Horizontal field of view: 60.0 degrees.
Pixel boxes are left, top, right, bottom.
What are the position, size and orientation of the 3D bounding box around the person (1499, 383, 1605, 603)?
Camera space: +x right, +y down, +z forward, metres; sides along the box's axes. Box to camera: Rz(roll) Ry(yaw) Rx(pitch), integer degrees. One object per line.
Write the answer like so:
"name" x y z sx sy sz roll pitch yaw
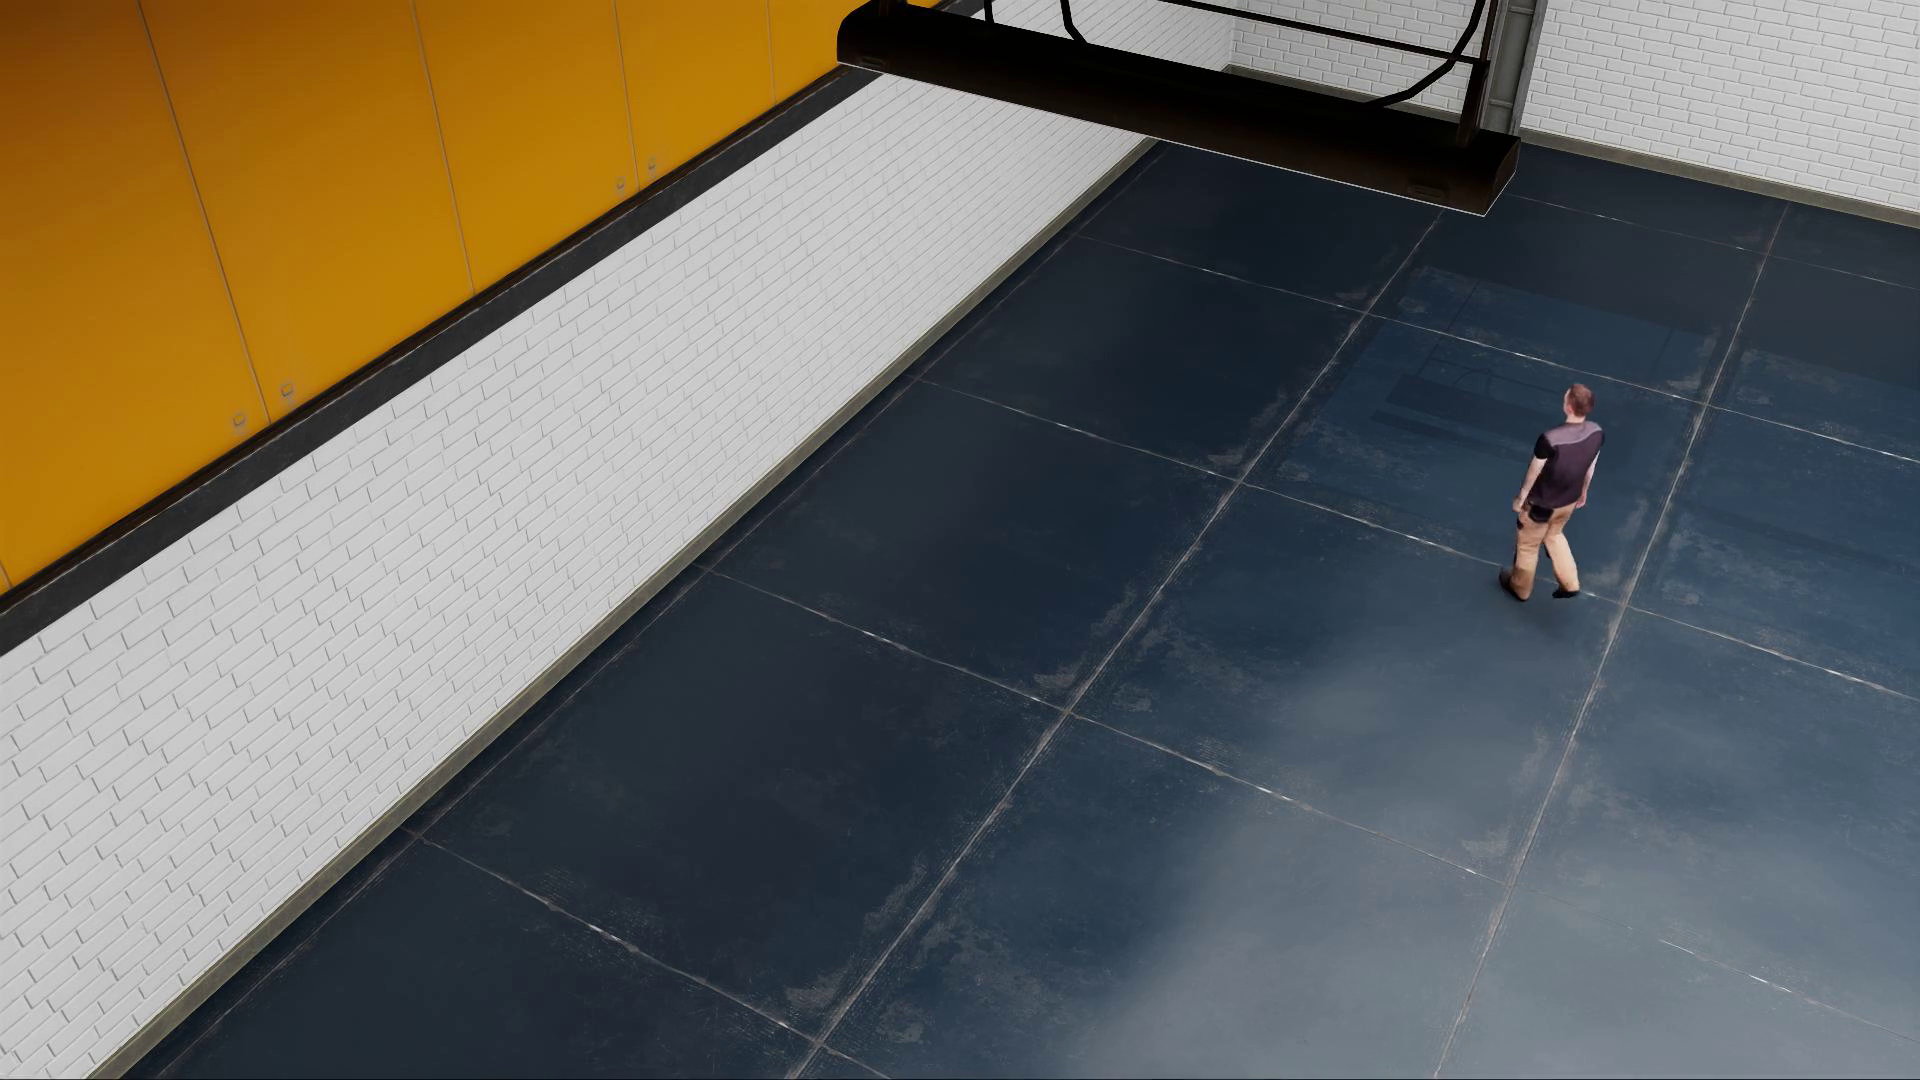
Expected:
"person" 4.142 -0.249 11.499 0.913 1.823 0.986 -14 41 -17
